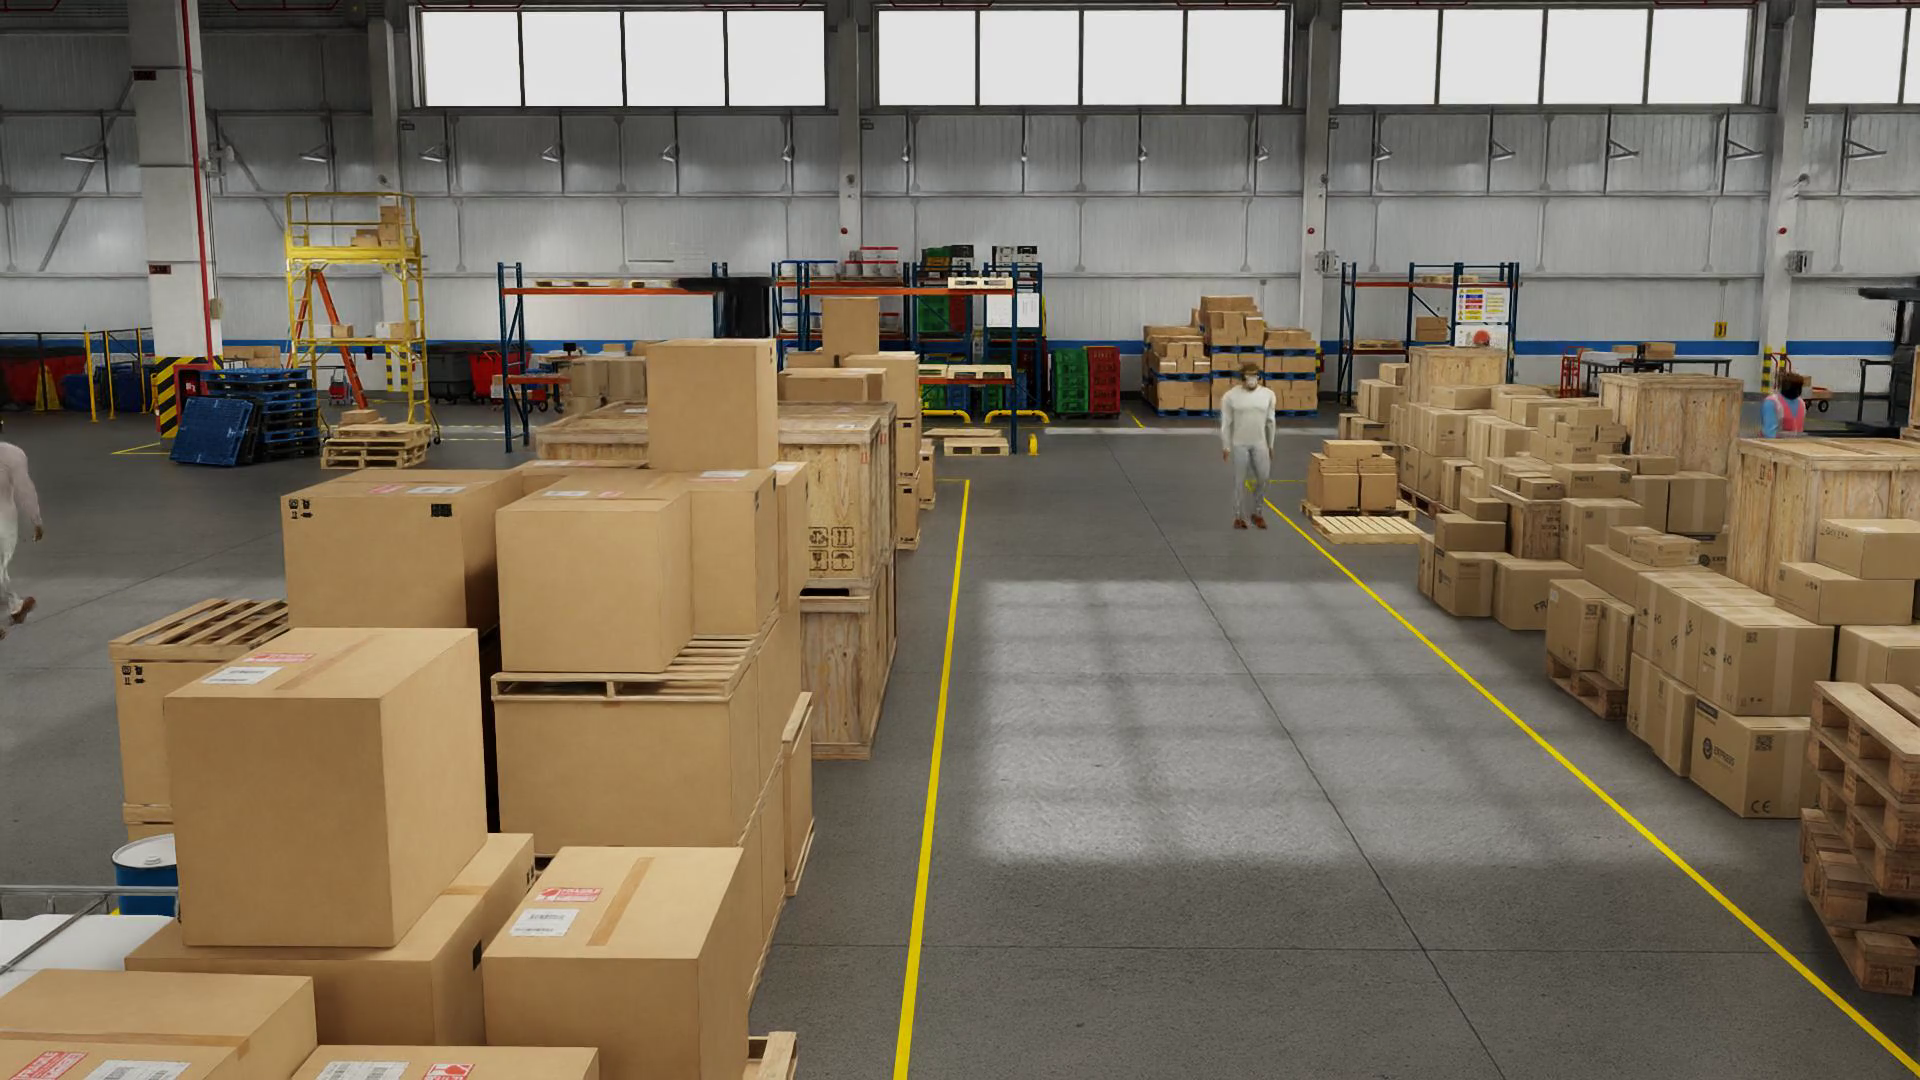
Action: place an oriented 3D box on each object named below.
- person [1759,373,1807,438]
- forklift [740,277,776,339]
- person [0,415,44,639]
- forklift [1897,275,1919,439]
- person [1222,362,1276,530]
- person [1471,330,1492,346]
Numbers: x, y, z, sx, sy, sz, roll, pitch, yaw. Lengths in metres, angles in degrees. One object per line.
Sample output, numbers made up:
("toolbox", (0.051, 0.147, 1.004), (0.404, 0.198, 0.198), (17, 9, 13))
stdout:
("person", (9.408, -1.017, 19.040), (0.628, 1.787, 1.001), (-3, 10, -15))
("forklift", (-2.909, -2.403, 24.032), (1.873, 2.768, 1.129), (0, 9, 1))
("person", (-7.836, -0.157, 13.557), (0.662, 1.878, 1.043), (0, 9, 1))
("forklift", (15.436, -2.788, 26.337), (1.873, 2.768, 1.129), (0, 9, 1))
("person", (3.265, -1.050, 18.806), (0.646, 1.922, 0.562), (-1, 10, -5))
("person", (8.267, -2.322, 26.249), (0.503, 1.981, 0.619), (4, 10, 25))
